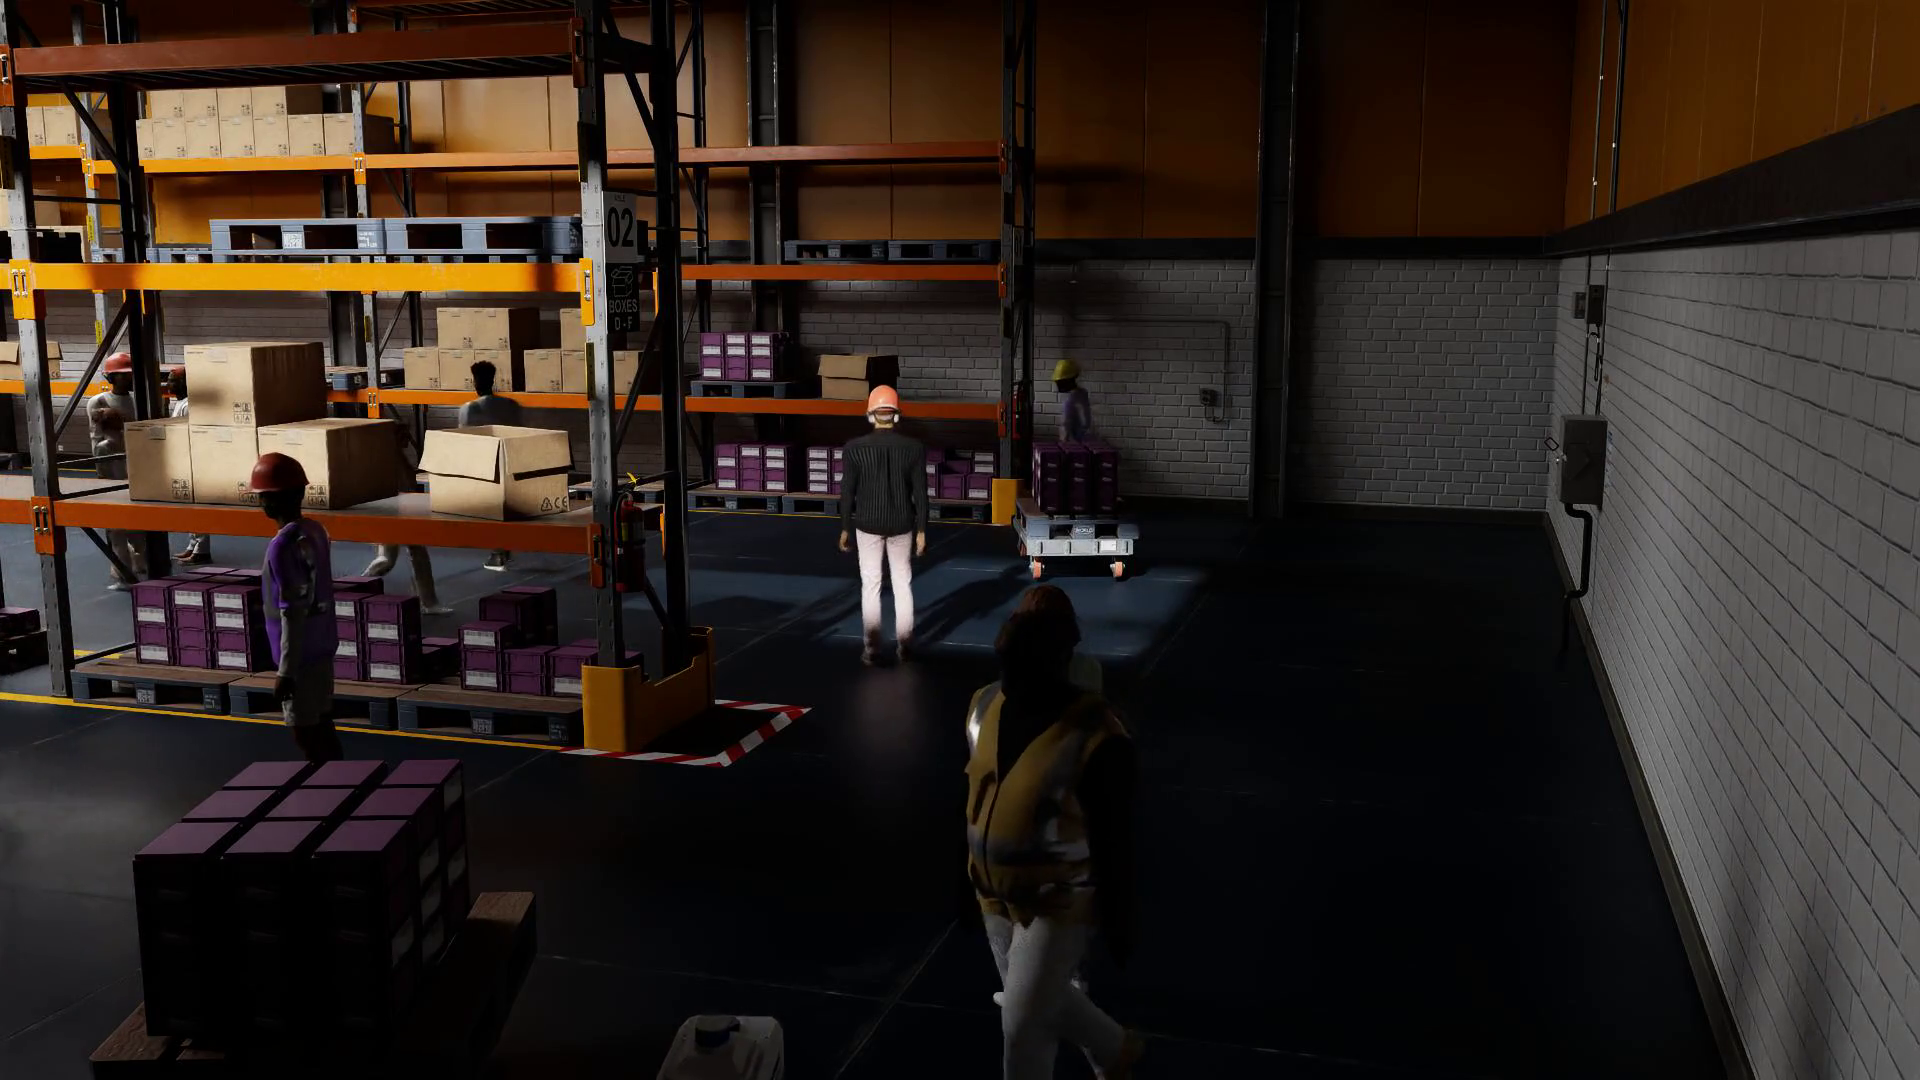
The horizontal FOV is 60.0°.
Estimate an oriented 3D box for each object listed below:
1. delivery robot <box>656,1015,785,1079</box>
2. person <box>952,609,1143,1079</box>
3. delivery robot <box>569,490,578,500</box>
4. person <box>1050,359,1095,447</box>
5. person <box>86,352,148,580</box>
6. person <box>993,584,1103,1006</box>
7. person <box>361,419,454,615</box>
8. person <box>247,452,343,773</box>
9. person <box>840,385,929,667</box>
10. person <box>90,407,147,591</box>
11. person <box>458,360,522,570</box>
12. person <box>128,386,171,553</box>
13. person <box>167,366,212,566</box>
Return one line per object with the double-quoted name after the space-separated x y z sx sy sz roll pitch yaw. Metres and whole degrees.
-0.739 1.674 4.994 0.477 0.478 0.707 0 9 3 "delivery robot"
0.294 1.076 5.142 0.876 1.806 0.614 -8 12 -39 "person"
-4.473 -0.442 17.901 0.707 0.478 0.477 5 10 26 "delivery robot"
1.145 -0.903 16.958 0.706 1.881 0.620 2 10 13 "person"
-7.525 -0.668 15.029 0.364 2.048 0.608 4 10 25 "person"
0.325 0.975 6.271 0.500 1.633 0.280 -8 12 -40 "person"
-4.547 -0.167 13.315 0.807 1.606 0.527 0 9 -2 "person"
-3.192 0.542 7.997 0.376 1.934 0.548 -1 9 -5 "person"
-0.534 -0.104 11.770 0.623 1.990 0.398 -2 9 -11 "person"
-7.180 -0.347 14.347 0.460 1.618 0.537 1 9 8 "person"
-4.398 -0.694 15.470 0.536 1.947 0.645 8 12 41 "person"
-8.033 -0.771 16.282 0.430 1.844 0.624 -8 12 -39 "person"
-7.312 -0.704 15.744 0.349 1.884 0.584 -6 11 -31 "person"
